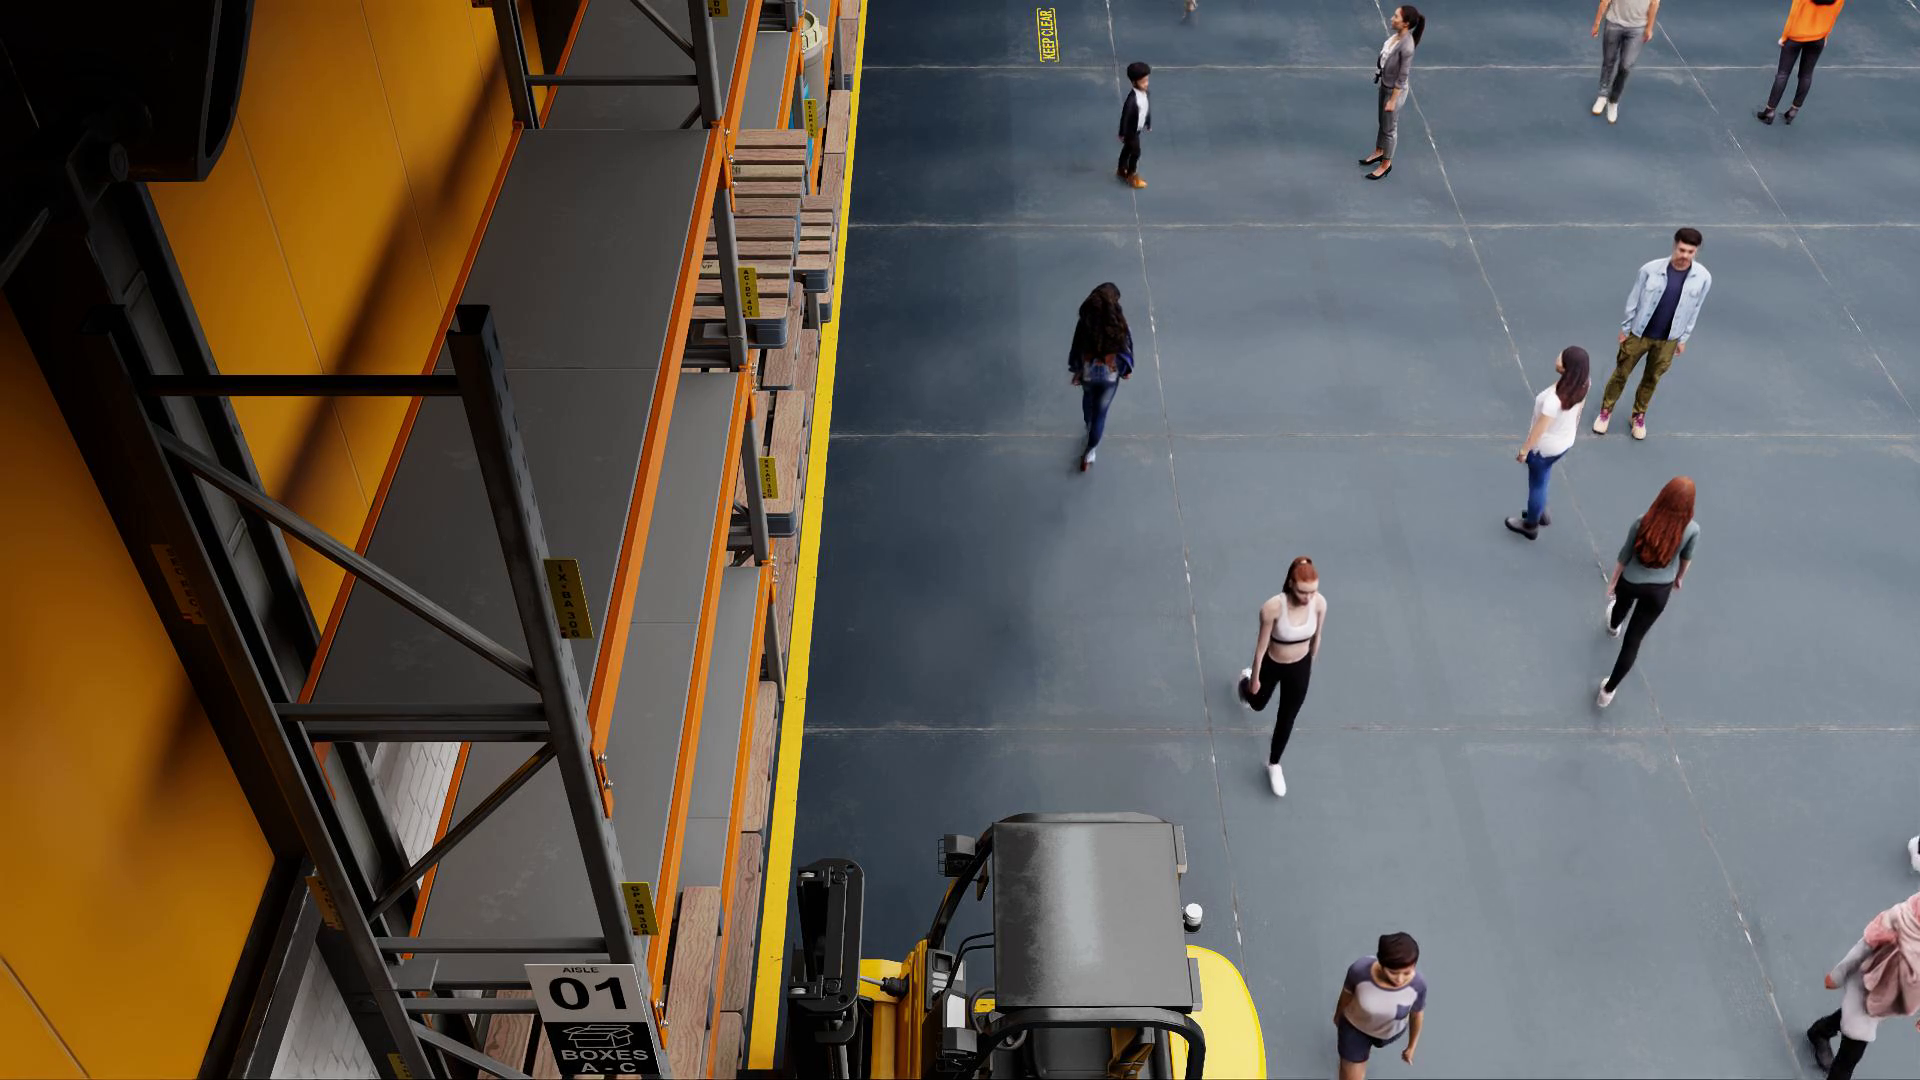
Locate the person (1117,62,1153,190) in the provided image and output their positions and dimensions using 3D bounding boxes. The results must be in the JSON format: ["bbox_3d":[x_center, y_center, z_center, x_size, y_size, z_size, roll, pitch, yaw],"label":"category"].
[{"bbox_3d":[1.556,-3.892,15.448,0.696,1.213,0.642,21,48,21],"label":"person"}]

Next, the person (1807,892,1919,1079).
[{"bbox_3d":[4.741,2.268,8.579,0.716,1.769,1.082,4,44,5],"label":"person"}]

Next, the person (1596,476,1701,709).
[{"bbox_3d":[4.361,0.369,10.632,0.881,1.686,1.226,14,45,14],"label":"person"}]

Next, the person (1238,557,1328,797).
[{"bbox_3d":[1.940,0.735,10.224,0.688,1.719,1.094,-6,44,-7],"label":"person"}]

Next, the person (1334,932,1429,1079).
[{"bbox_3d":[2.134,2.432,8.590,0.664,1.516,1.100,5,44,6],"label":"person"}]

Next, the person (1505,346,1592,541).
[{"bbox_3d":[4.215,-0.616,11.674,0.738,1.675,0.786,-31,51,-28],"label":"person"}]

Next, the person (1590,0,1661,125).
[{"bbox_3d":[6.494,-5.060,16.189,0.830,1.883,0.835,18,46,18],"label":"person"}]

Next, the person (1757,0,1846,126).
[{"bbox_3d":[8.162,-4.834,16.048,0.629,1.748,0.565,3,44,4],"label":"person"}]

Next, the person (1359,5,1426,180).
[{"bbox_3d":[4.002,-4.147,15.378,0.668,1.678,0.513,-1,44,-1],"label":"person"}]

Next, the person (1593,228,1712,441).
[{"bbox_3d":[5.243,-1.565,12.571,0.734,1.812,0.666,11,45,11],"label":"person"}]

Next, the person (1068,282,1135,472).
[{"bbox_3d":[1.013,-1.170,12.311,0.737,1.599,0.817,11,45,12],"label":"person"}]
